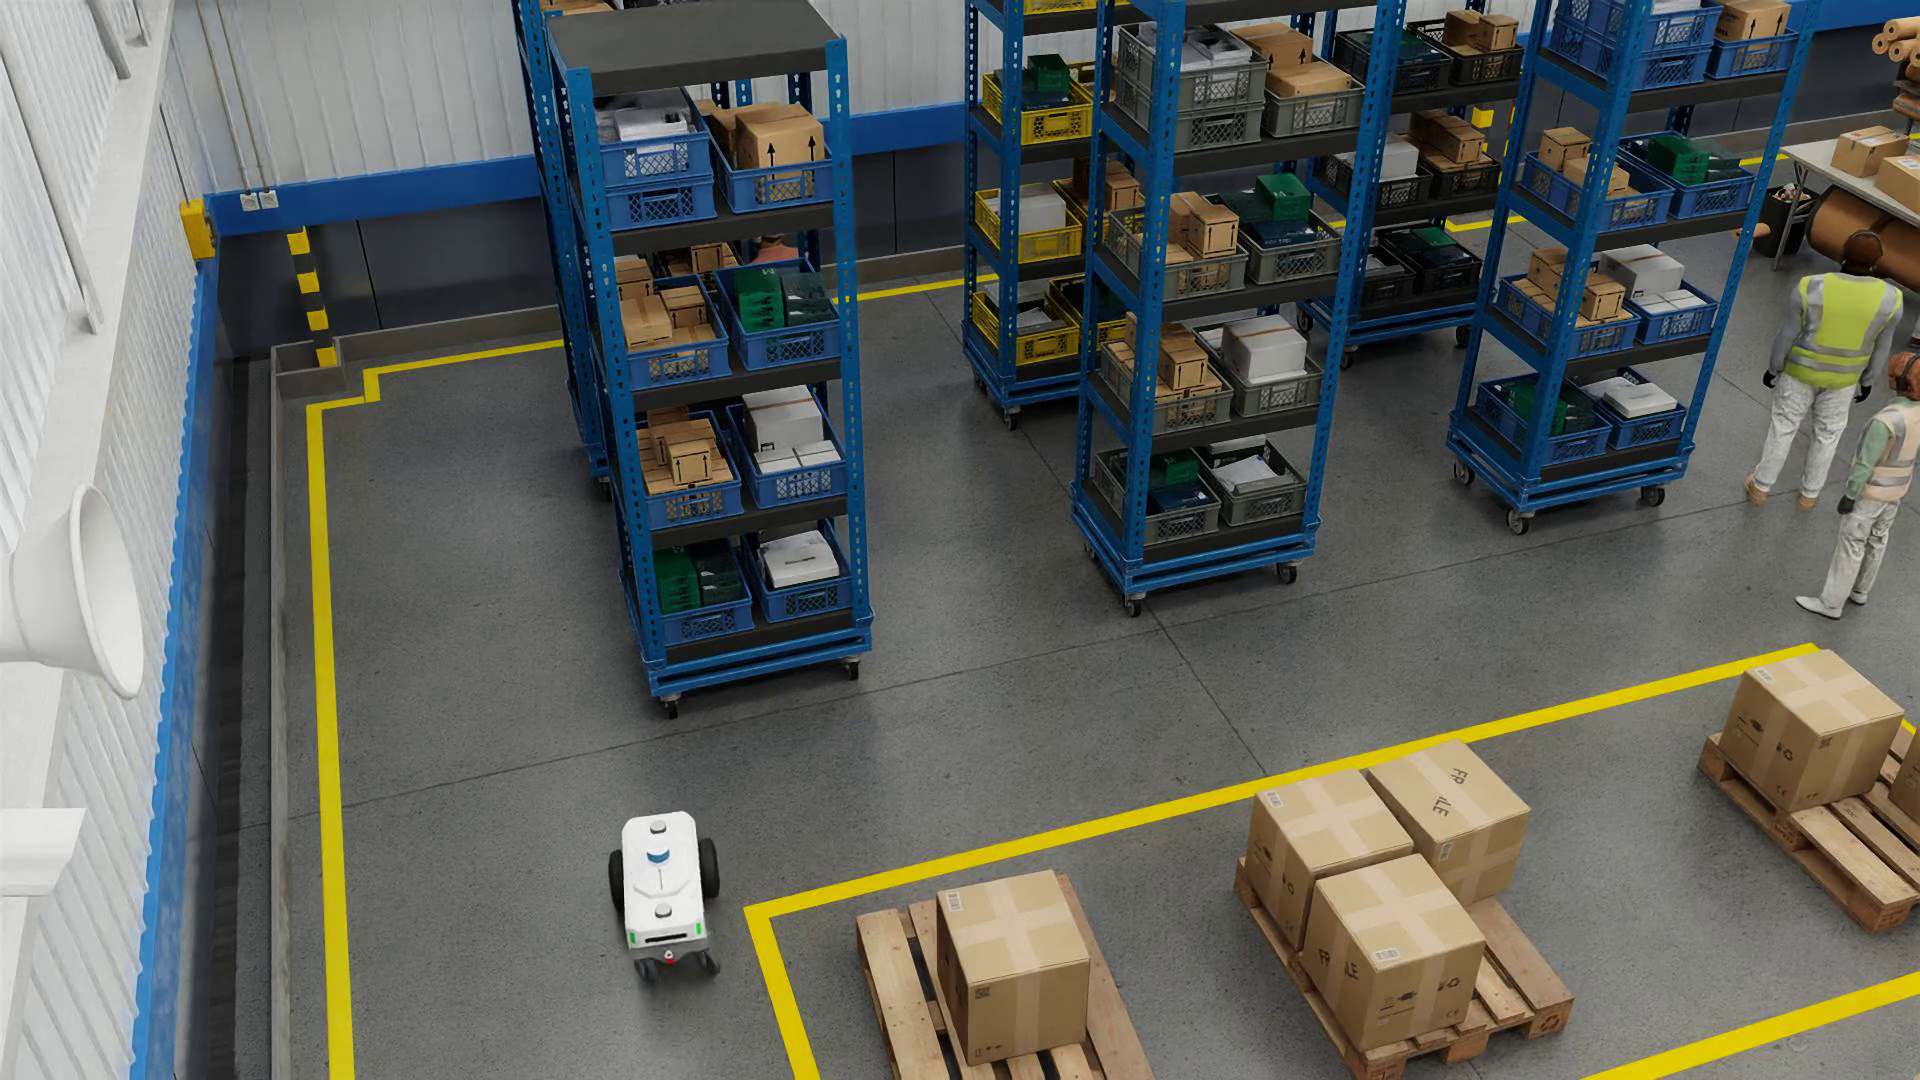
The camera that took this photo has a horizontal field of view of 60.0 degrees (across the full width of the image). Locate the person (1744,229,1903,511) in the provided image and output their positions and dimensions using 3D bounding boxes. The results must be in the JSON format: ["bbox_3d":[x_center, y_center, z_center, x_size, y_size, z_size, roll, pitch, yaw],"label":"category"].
[{"bbox_3d":[5.245,-1.025,10.132,0.635,1.842,0.429,10,36,14],"label":"person"}]

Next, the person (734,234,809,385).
[{"bbox_3d":[-1.135,-1.177,10.231,0.622,1.982,0.412,-29,44,-34],"label":"person"}]

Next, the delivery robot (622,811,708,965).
[{"bbox_3d":[-1.339,1.555,7.504,0.477,0.478,0.707,-6,36,-9],"label":"delivery robot"}]

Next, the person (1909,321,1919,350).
[{"bbox_3d":[7.128,-2.120,11.611,0.368,1.931,0.629,5,35,7],"label":"person"}]

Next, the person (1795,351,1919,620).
[{"bbox_3d":[5.103,-0.294,9.277,0.518,1.632,0.317,-22,41,-28],"label":"person"}]
